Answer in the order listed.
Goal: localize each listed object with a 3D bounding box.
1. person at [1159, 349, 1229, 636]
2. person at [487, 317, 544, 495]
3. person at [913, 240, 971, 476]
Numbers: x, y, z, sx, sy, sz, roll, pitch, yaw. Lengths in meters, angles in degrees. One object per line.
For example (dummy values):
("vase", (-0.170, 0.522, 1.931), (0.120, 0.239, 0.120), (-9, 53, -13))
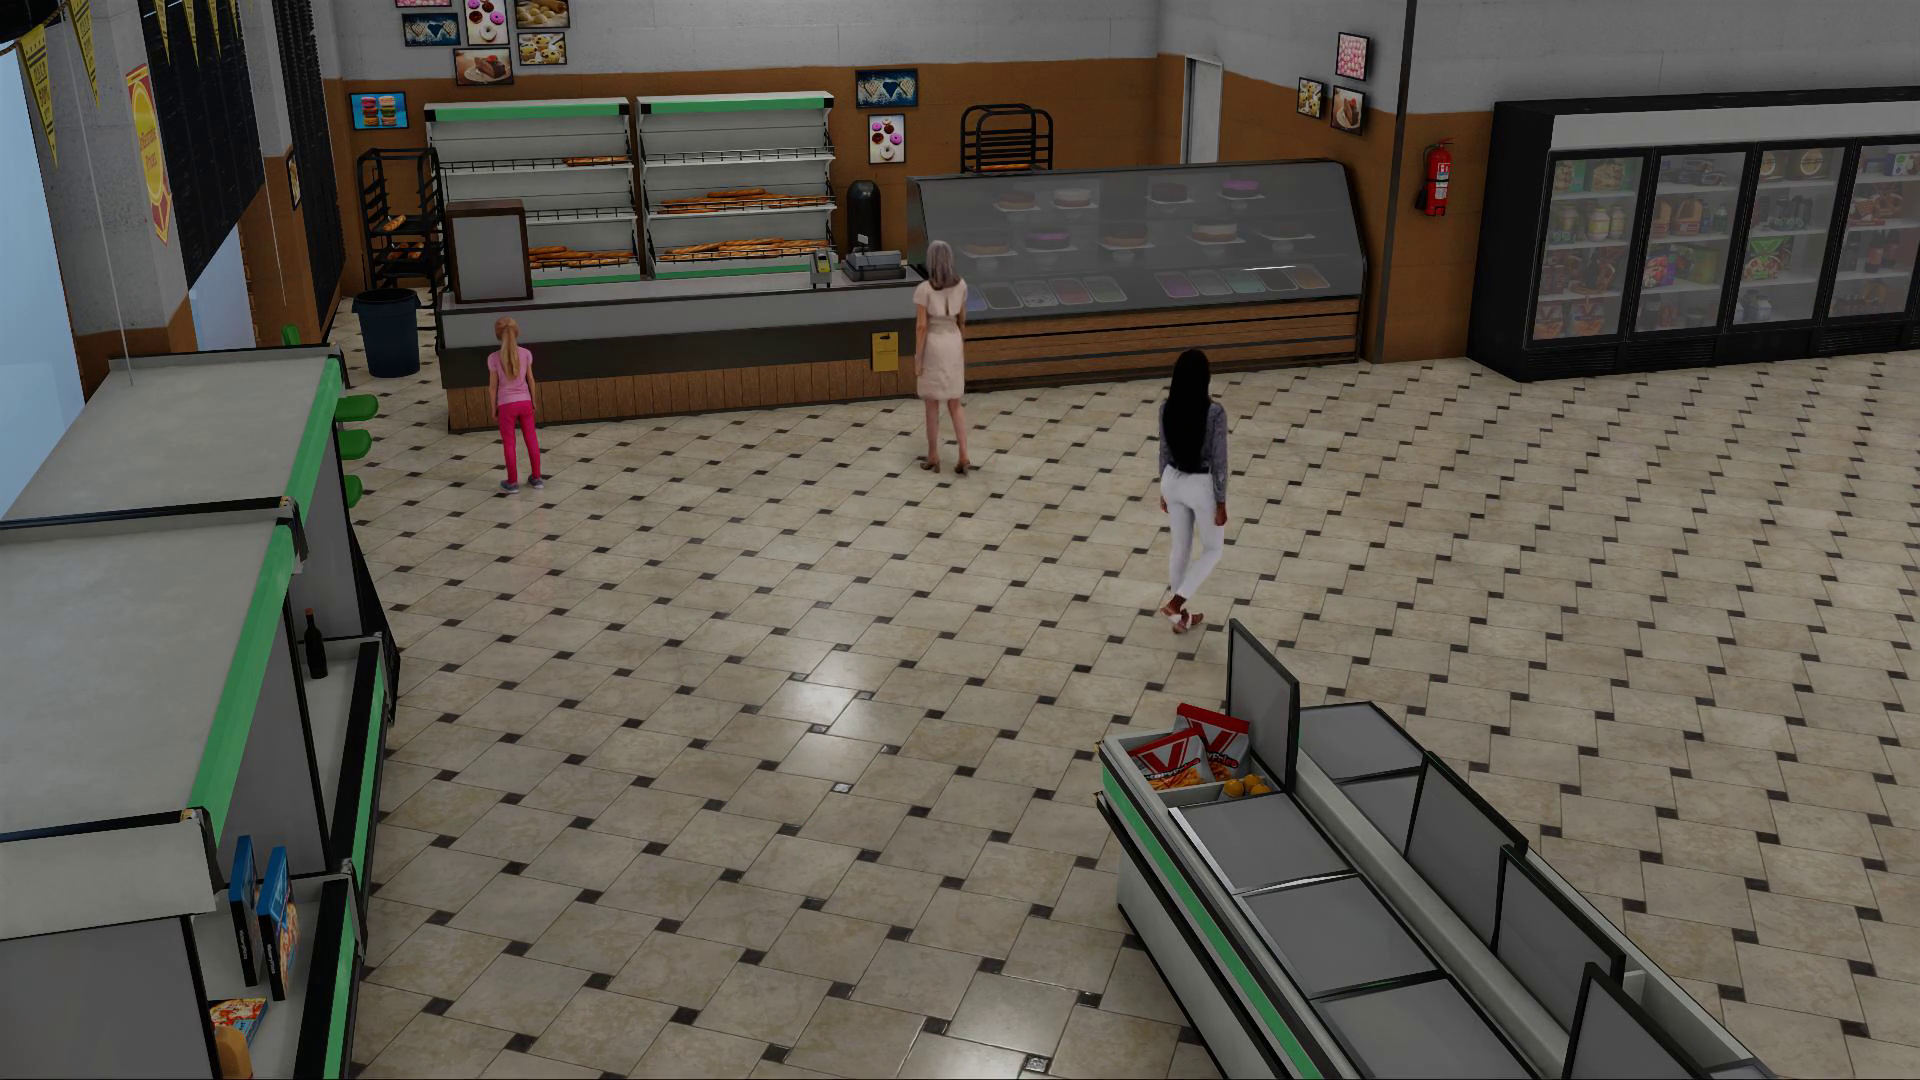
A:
("person", (1.271, -0.221, 9.416), (0.861, 1.715, 0.898), (17, 28, 37))
("person", (-3.180, -0.973, 11.886), (0.526, 1.269, 0.546), (-12, 25, -28))
("person", (-0.113, -1.309, 12.095), (0.681, 1.737, 0.745), (-12, 25, -27))
